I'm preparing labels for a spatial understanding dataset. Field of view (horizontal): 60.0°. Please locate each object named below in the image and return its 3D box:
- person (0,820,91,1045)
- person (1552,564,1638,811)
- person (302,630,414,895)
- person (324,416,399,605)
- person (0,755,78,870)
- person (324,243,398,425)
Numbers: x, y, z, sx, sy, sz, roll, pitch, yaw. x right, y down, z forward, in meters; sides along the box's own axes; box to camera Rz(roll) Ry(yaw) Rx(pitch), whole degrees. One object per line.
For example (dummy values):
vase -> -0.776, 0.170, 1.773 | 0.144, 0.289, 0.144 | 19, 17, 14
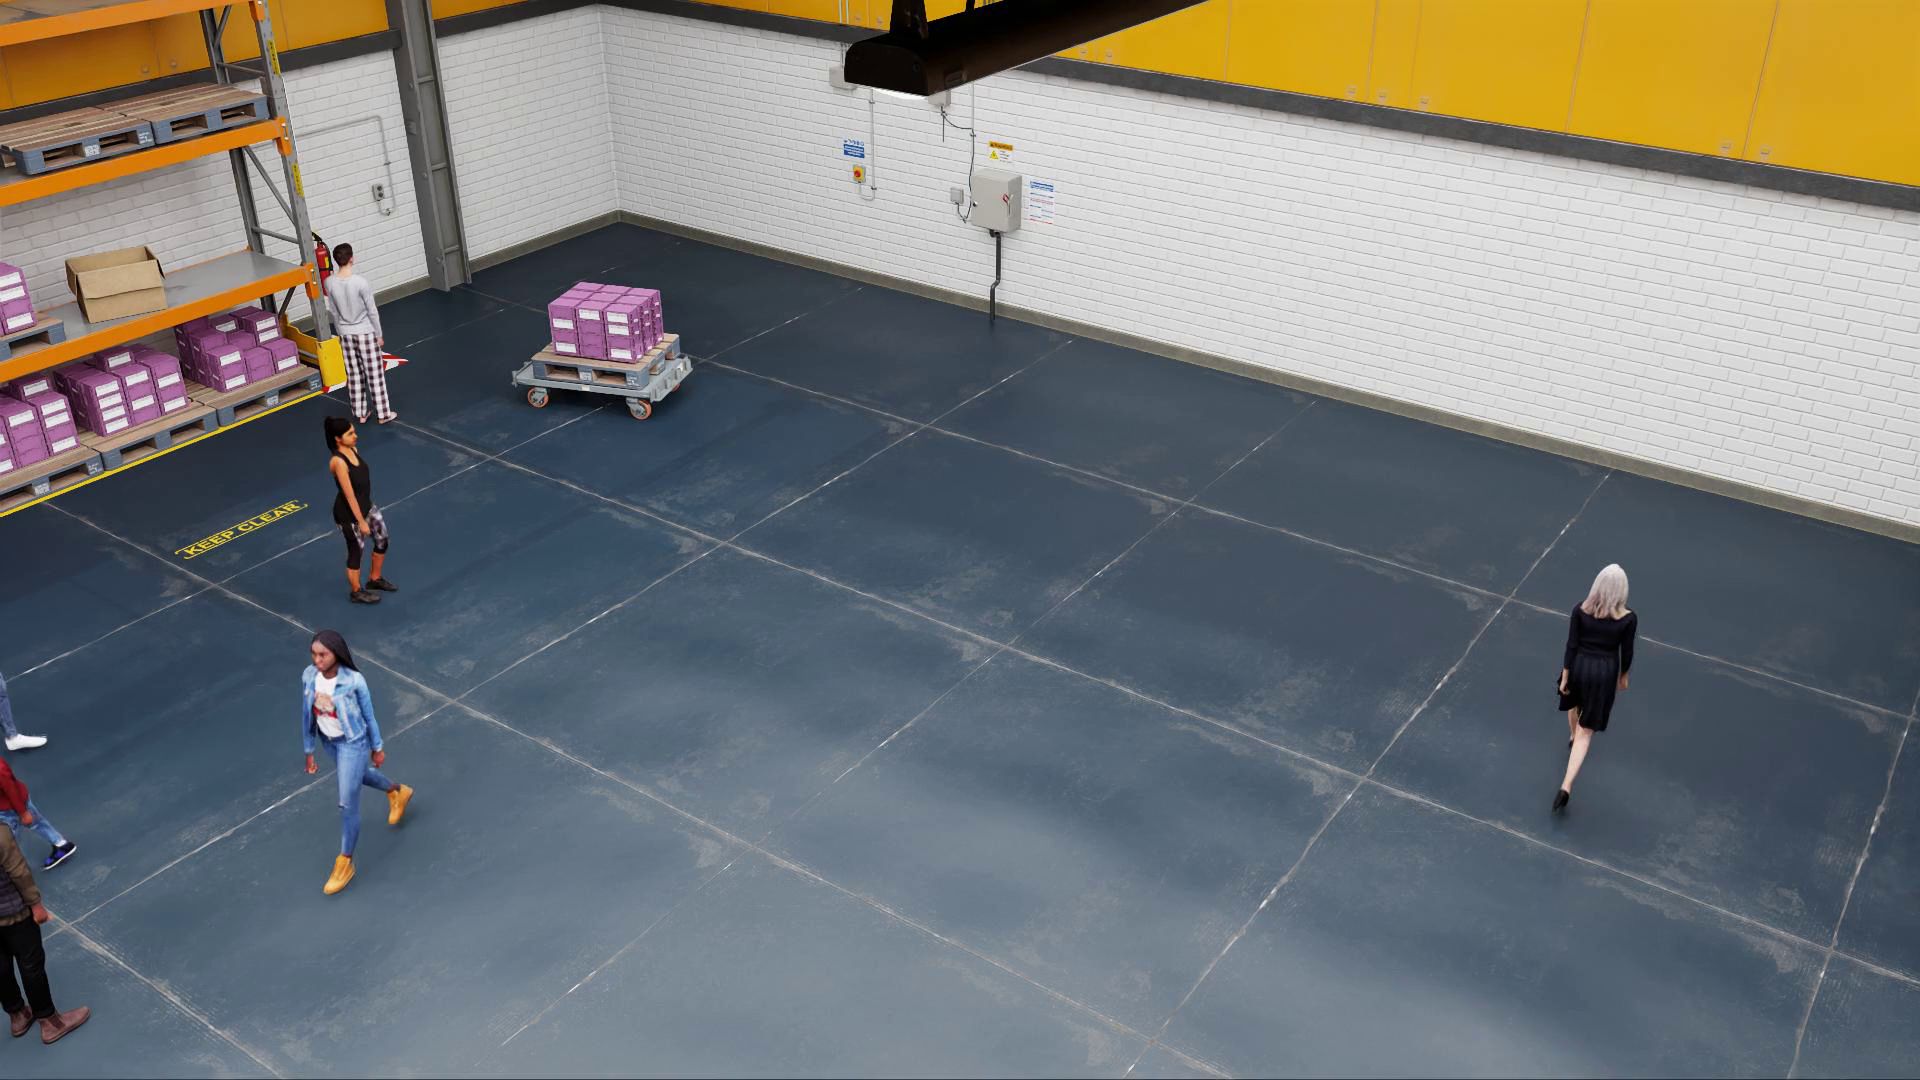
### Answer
person -> -5.247, 1.975, 9.073 | 0.754, 1.835, 0.674 | 10, 30, 17
person -> 4.170, 1.006, 11.005 | 0.767, 1.685, 1.231 | 11, 31, 20
person -> -3.826, 1.279, 10.522 | 0.862, 1.669, 1.267 | 9, 30, 16
person -> -4.920, -0.228, 13.299 | 0.765, 1.656, 0.691 | 1, 29, 2
person -> -5.879, 1.592, 10.396 | 0.658, 1.240, 0.937 | 23, 36, 36
person -> -5.931, -2.024, 16.391 | 0.702, 1.847, 0.700 | 3, 29, 5
